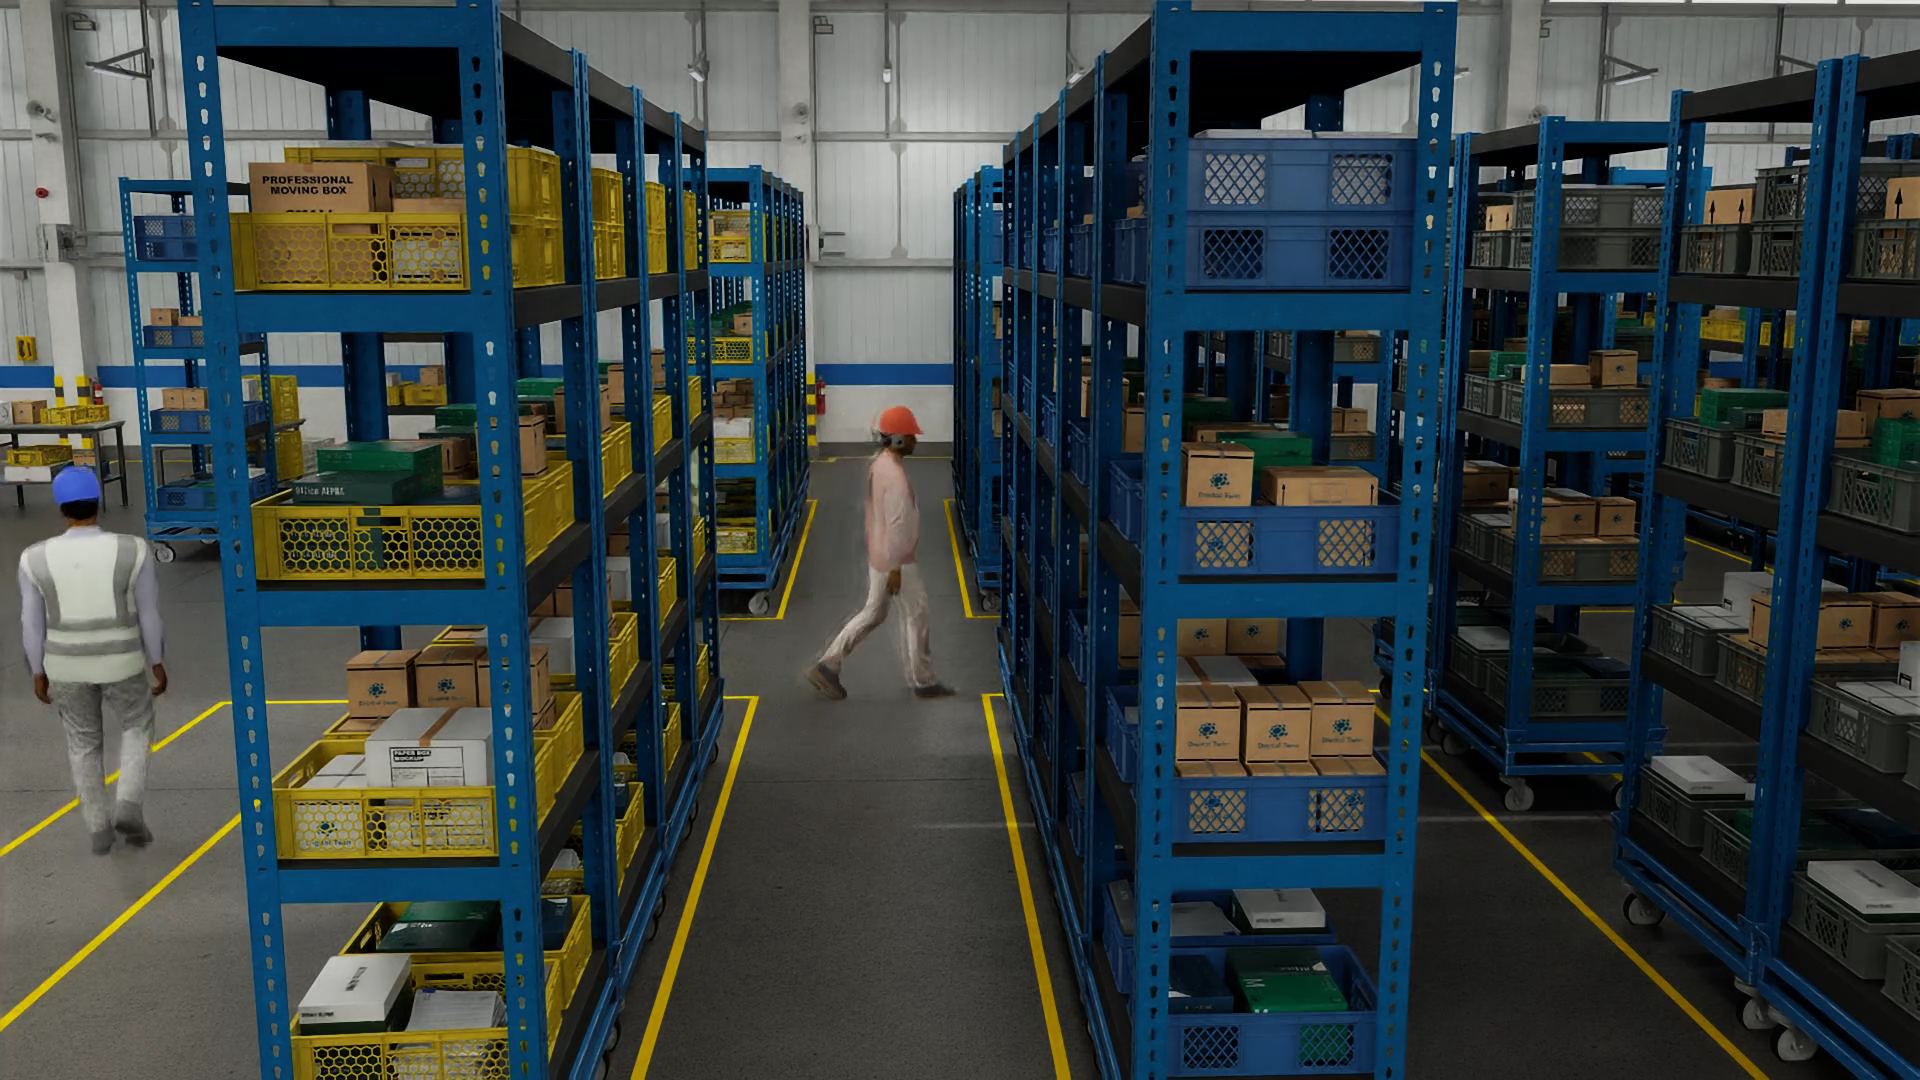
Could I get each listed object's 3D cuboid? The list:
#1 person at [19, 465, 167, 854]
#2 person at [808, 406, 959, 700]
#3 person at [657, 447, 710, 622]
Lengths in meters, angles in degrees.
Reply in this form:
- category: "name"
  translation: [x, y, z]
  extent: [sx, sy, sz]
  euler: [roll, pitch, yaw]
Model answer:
- category: "person"
  translation: [-4.199, 0.599, 8.087]
  extent: [0.622, 1.924, 0.485]
  euler: [-3, 11, -19]
- category: "person"
  translation: [-0.520, 0.101, 10.858]
  extent: [0.936, 1.965, 0.625]
  euler: [-3, 10, -17]
- category: "person"
  translation: [-2.201, -0.230, 13.136]
  extent: [0.418, 1.815, 0.620]
  euler: [2, 10, 11]
